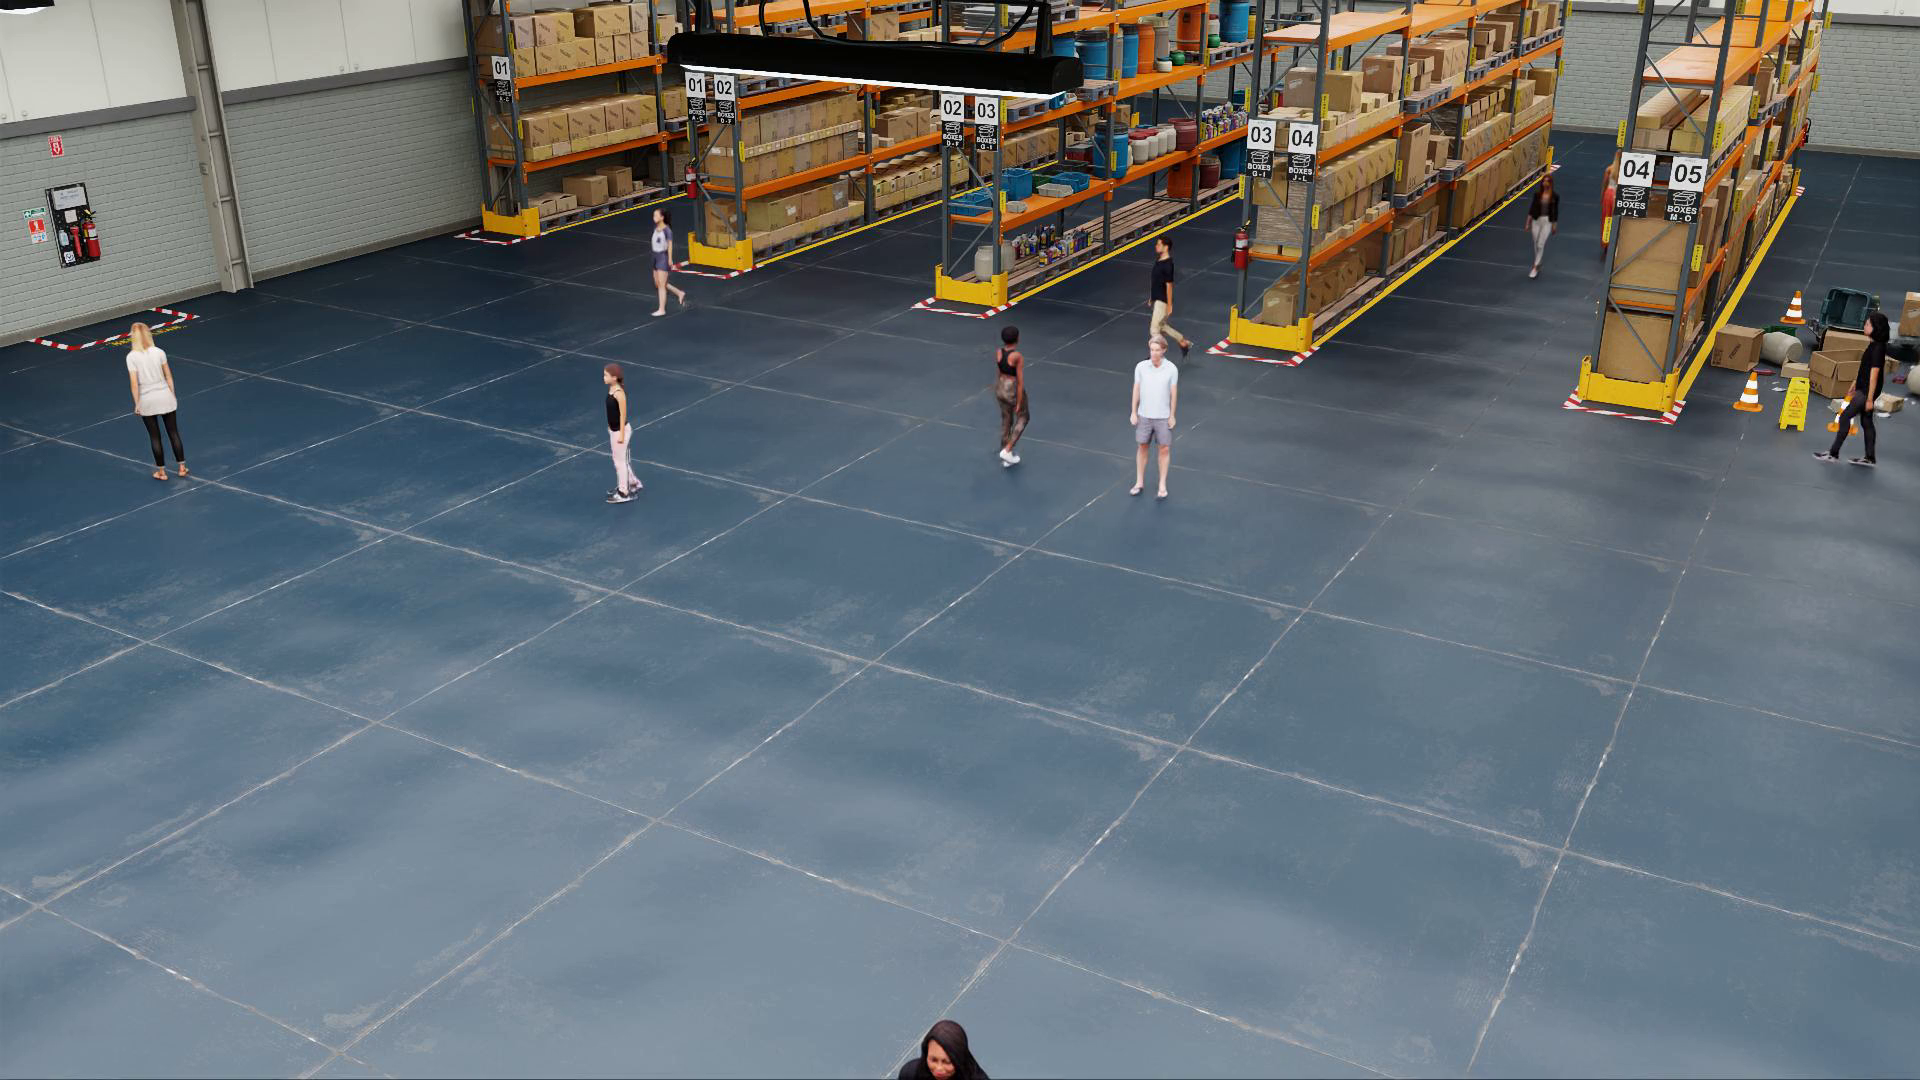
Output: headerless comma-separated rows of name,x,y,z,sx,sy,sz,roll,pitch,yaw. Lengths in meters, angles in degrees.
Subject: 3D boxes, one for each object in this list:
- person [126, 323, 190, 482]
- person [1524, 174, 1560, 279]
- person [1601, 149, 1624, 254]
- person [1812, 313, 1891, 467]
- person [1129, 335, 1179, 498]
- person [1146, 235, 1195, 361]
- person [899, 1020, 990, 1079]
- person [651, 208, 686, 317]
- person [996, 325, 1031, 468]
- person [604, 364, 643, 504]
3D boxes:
person,-9.108,-1.566,18.846,0.606,1.823,0.739,-16,28,-32
person,9.704,-5.237,27.677,0.677,1.667,1.119,15,27,31
person,11.438,-5.908,29.120,0.661,1.774,1.086,12,26,26
person,10.575,-1.706,19.192,0.728,1.810,0.823,12,26,26
person,2.164,-1.383,18.407,0.712,1.830,0.636,6,24,14
person,2.865,-3.268,22.831,1.047,1.838,1.071,-2,23,-5
person,-0.082,3.045,8.268,0.749,1.616,0.768,2,23,4
person,-4.486,-4.266,25.435,0.971,1.635,0.813,-16,28,-34
person,0.526,-1.633,19.180,0.633,1.685,0.723,18,29,36
person,-3.740,-1.206,18.317,0.785,1.575,0.710,-11,25,-23
